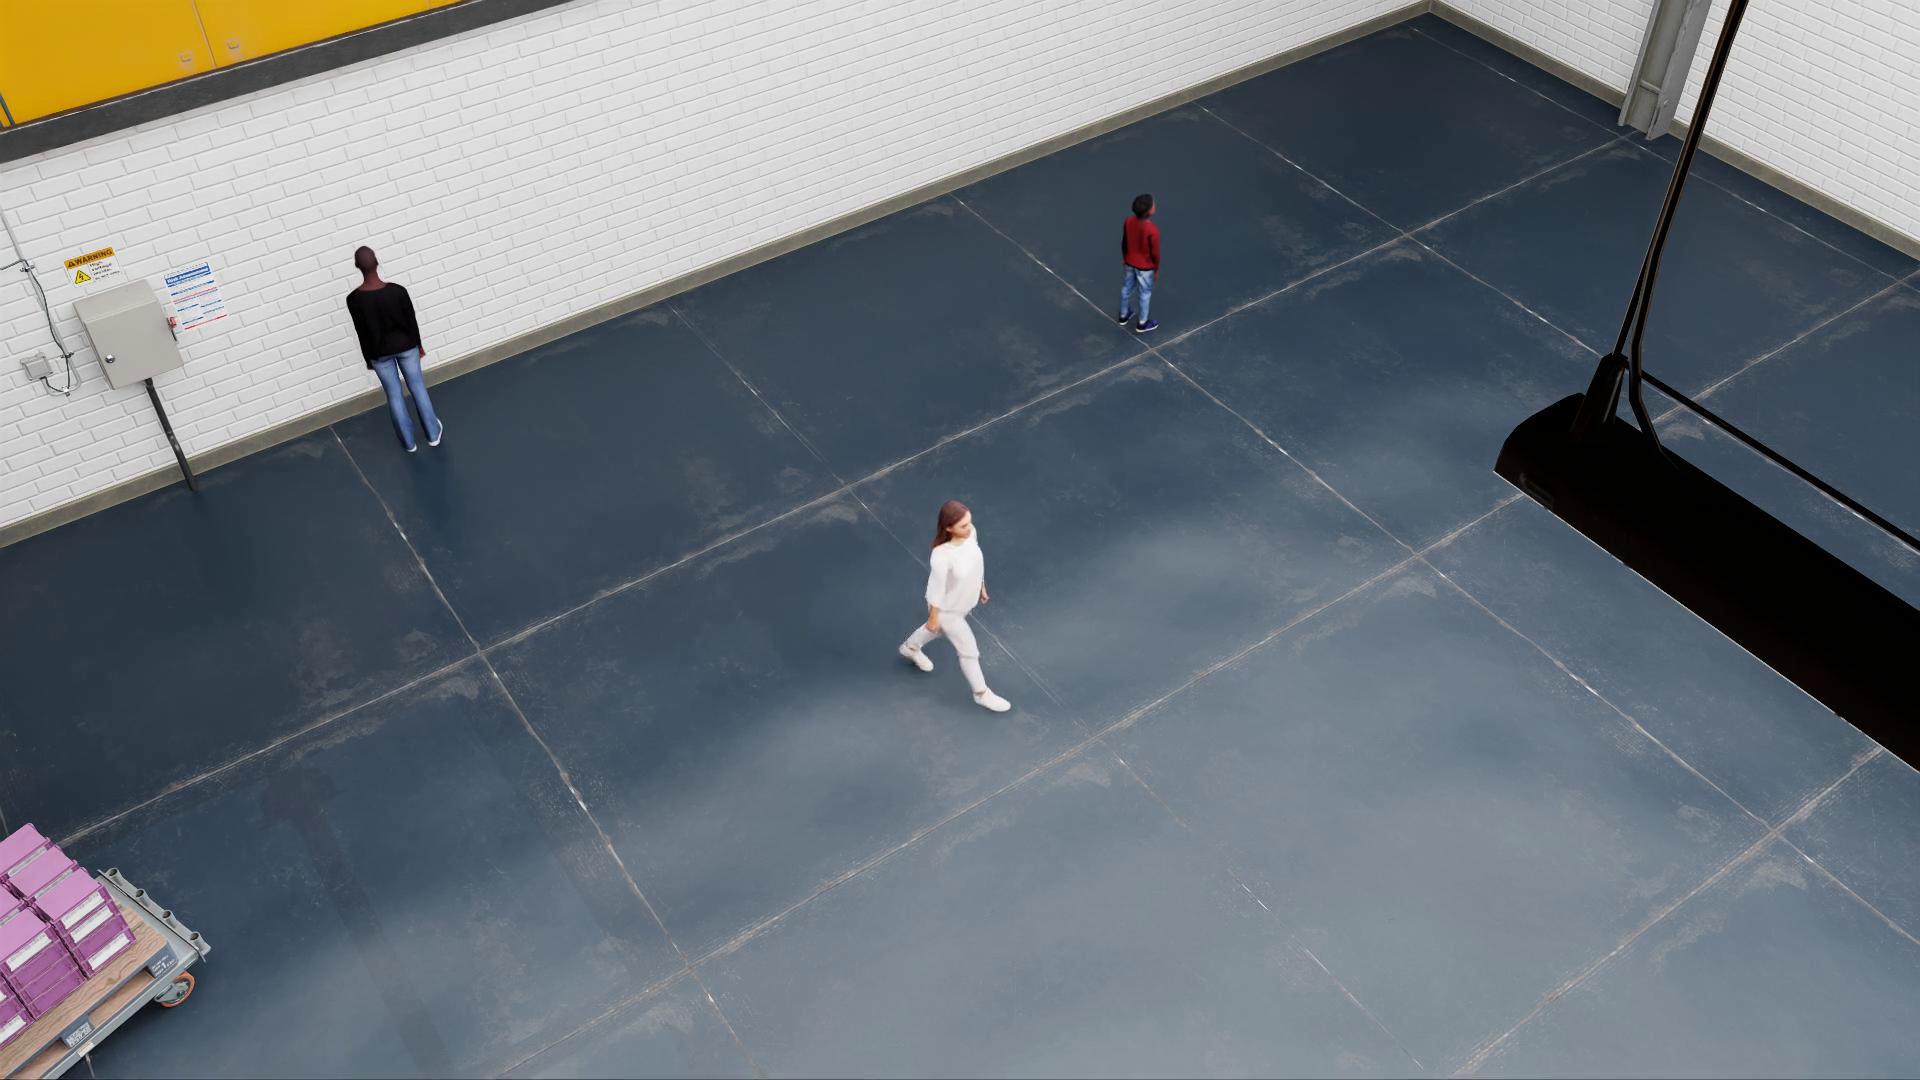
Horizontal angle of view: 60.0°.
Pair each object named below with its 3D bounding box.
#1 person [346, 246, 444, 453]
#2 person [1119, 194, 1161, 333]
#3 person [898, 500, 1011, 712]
[{"bbox_3d":[-4.228,-1.412,12.394,0.648,1.747,0.620,-15,46,-15],"label":"person"},{"bbox_3d":[1.476,-2.288,13.670,0.484,1.255,0.608,31,52,28],"label":"person"},{"bbox_3d":[-0.109,0.363,10.600,1.187,1.651,0.948,20,47,20],"label":"person"}]
